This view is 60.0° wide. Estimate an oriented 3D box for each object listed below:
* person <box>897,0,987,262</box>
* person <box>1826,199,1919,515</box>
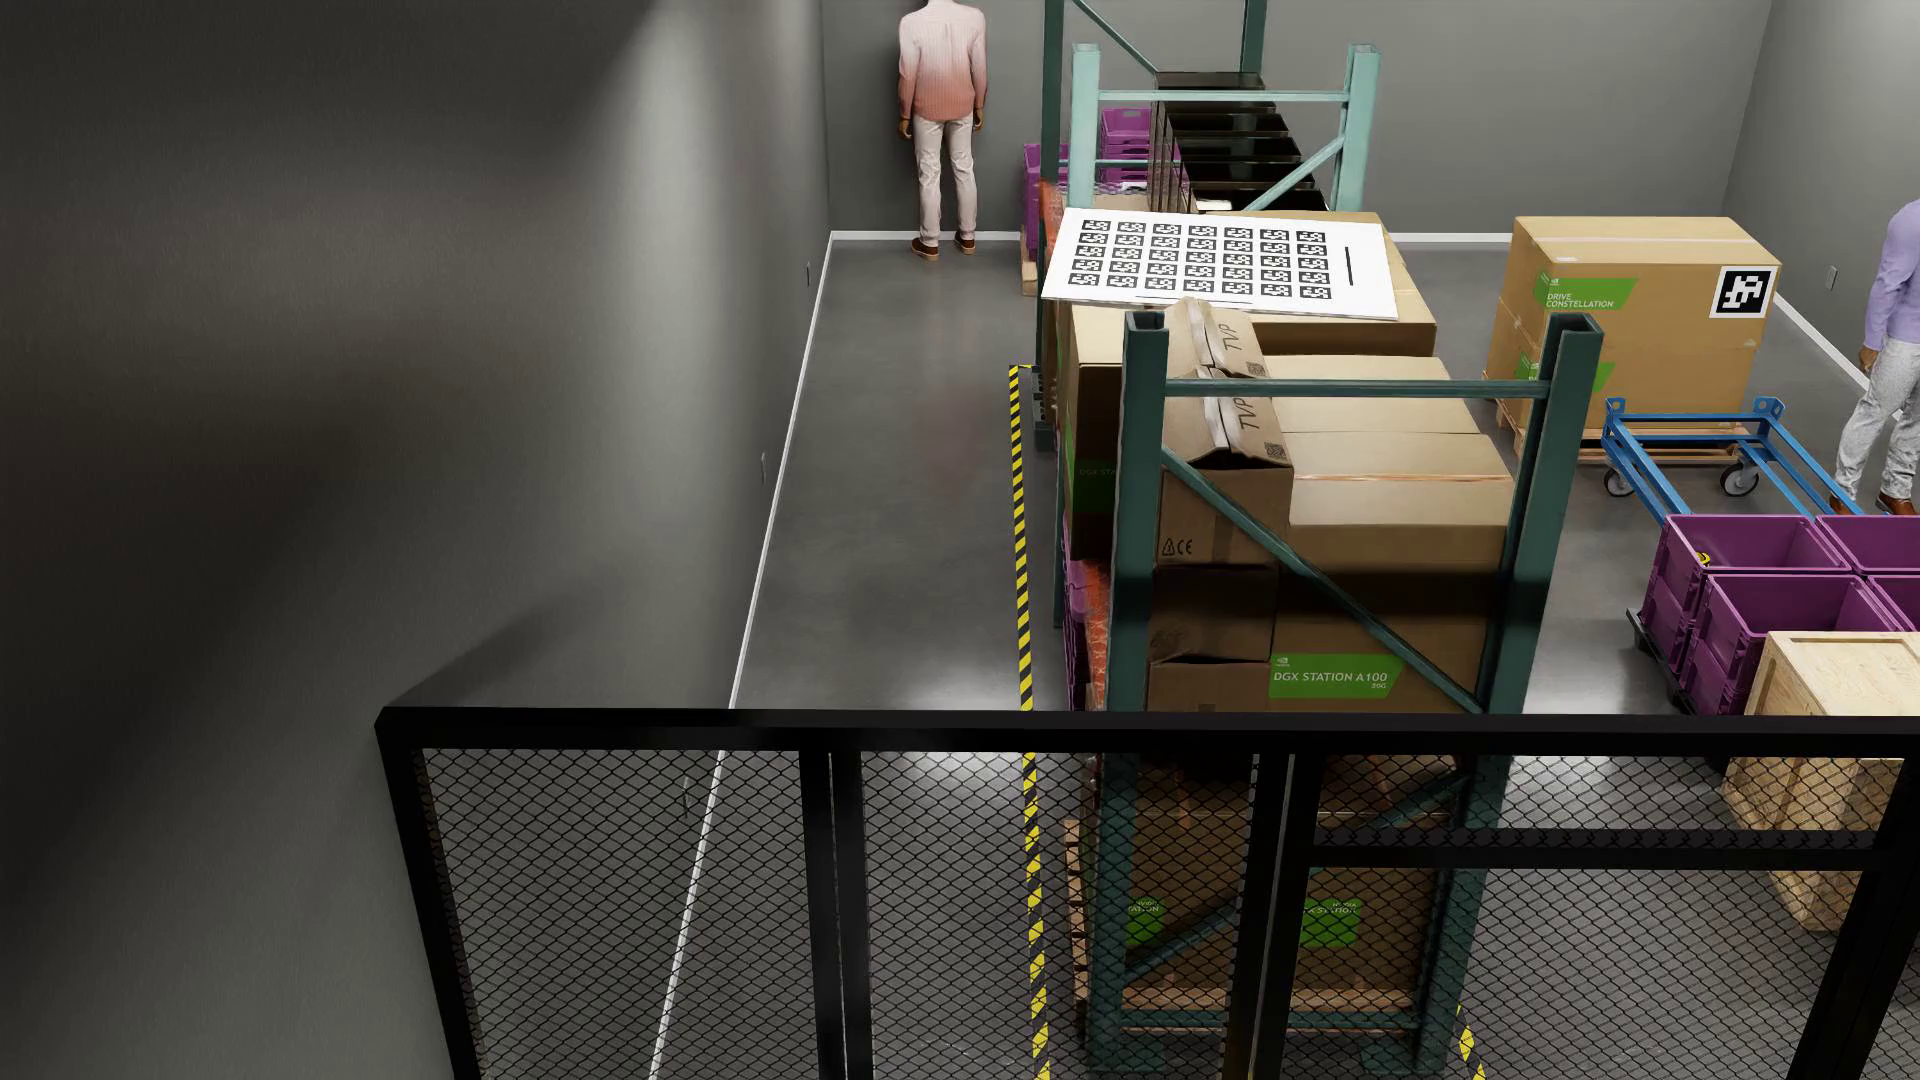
[{"bbox_3d":[-0.125,-2.825,10.854,0.622,1.992,0.397,-13,33,-20],"label":"person"},{"bbox_3d":[4.526,-0.941,7.777,0.635,1.938,0.359,-1,31,-2],"label":"person"}]
